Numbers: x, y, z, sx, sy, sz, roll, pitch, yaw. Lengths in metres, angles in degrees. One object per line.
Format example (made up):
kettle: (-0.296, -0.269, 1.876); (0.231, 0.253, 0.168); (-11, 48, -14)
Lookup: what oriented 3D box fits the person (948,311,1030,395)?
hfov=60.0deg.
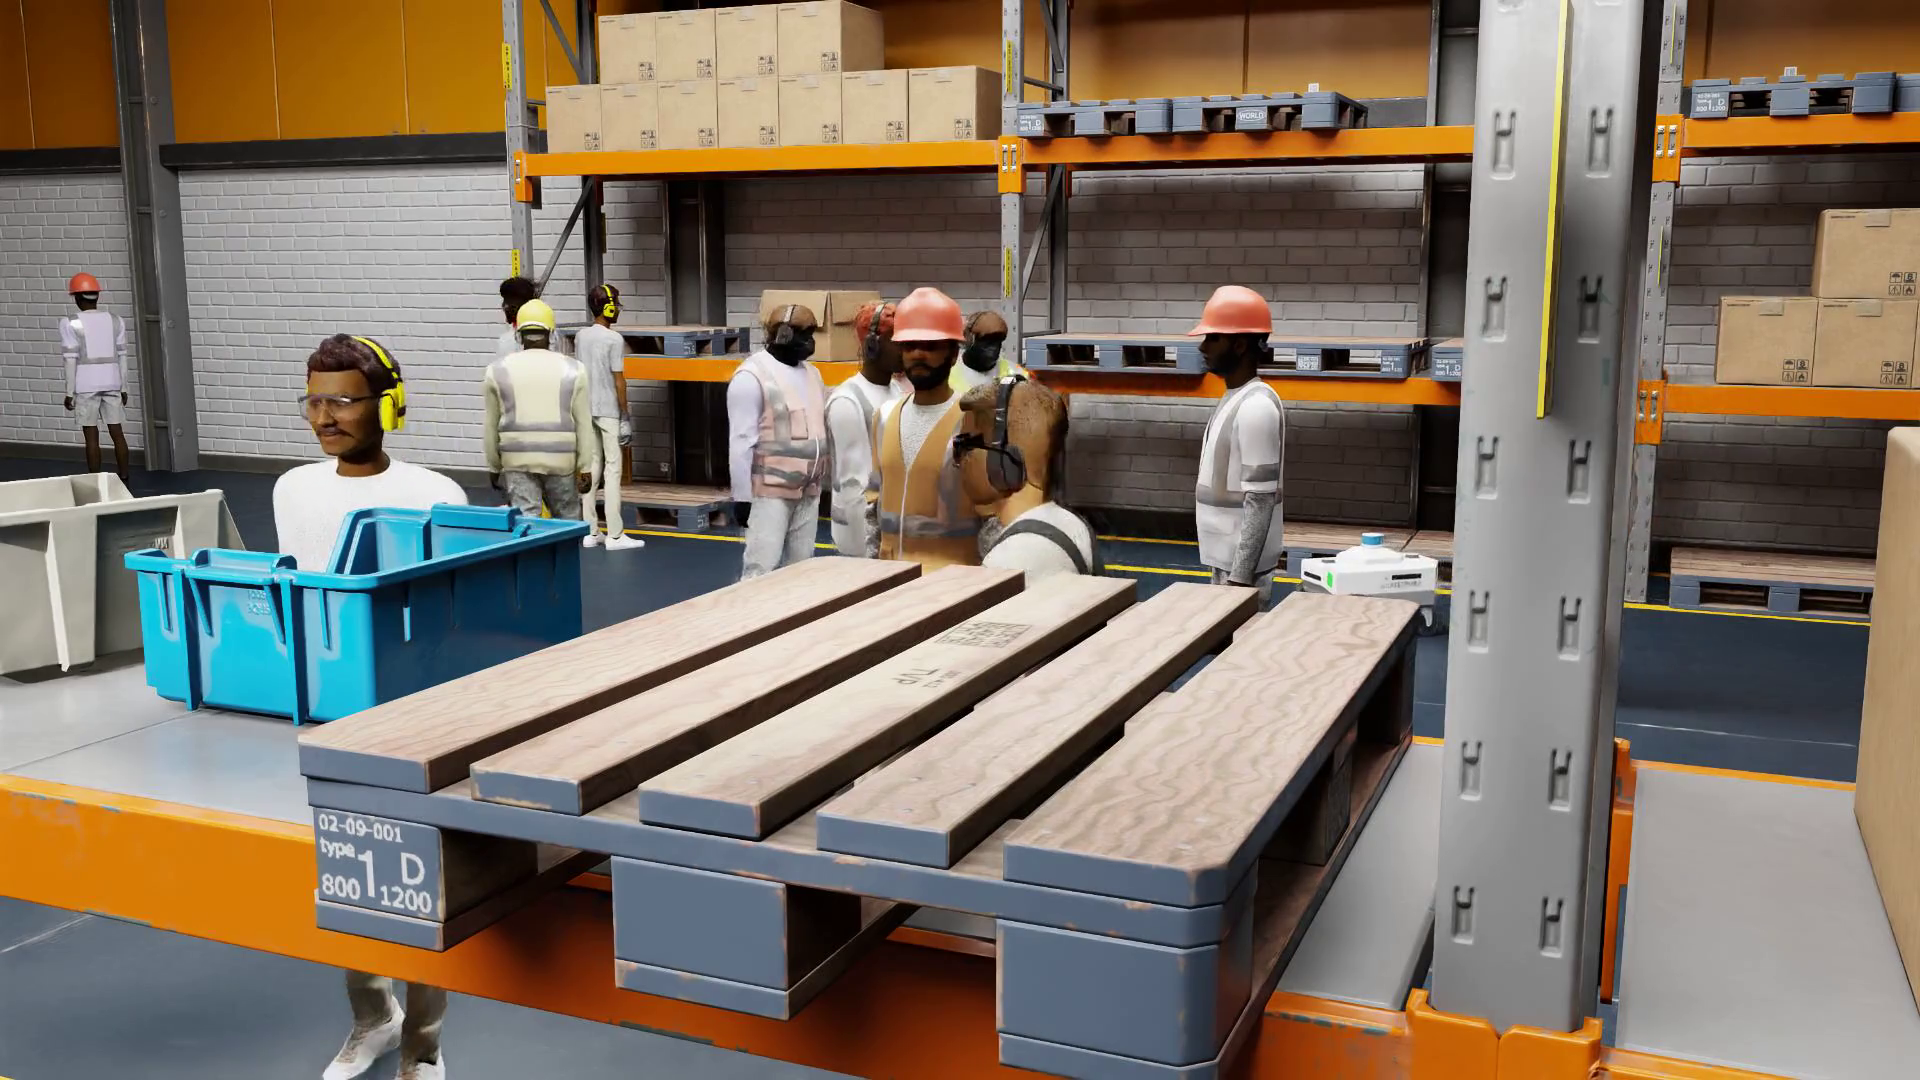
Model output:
person: (0.041, -0.330, 8.854); (0.660, 1.787, 0.912); (-3, 10, -16)

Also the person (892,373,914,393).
person: (-0.304, -0.299, 8.690); (0.533, 1.767, 0.326); (4, 10, 24)

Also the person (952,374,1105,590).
person: (0.100, 0.547, 3.536); (0.981, 1.788, 0.540); (4, 10, 22)

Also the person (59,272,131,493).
person: (-7.416, -1.315, 14.262); (0.360, 1.937, 0.542); (7, 12, 37)

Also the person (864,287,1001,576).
person: (-0.103, 0.159, 5.412); (0.551, 1.942, 0.340); (7, 12, 38)

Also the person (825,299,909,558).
person: (-0.296, 0.017, 6.461); (0.410, 1.884, 0.591); (4, 10, 25)

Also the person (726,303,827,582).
person: (-0.881, -0.243, 8.210); (0.431, 1.828, 0.679); (6, 11, 32)

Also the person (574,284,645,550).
person: (-2.511, -0.865, 11.765); (0.516, 1.871, 0.325); (7, 12, 38)

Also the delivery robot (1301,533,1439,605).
delivery robot: (2.221, 0.205, 9.006); (0.707, 0.478, 0.477); (-3, 10, -17)

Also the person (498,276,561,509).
person: (-3.158, -0.908, 11.868); (0.898, 1.915, 0.615); (3, 10, 17)

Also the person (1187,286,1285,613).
person: (0.995, 0.050, 6.084); (0.358, 1.938, 0.542); (0, 9, 0)

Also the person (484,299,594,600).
person: (-2.407, -0.463, 9.541); (0.612, 1.810, 0.662); (-2, 10, -13)

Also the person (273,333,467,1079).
person: (-1.390, 0.446, 3.961); (0.533, 1.881, 0.376); (2, 10, 13)
